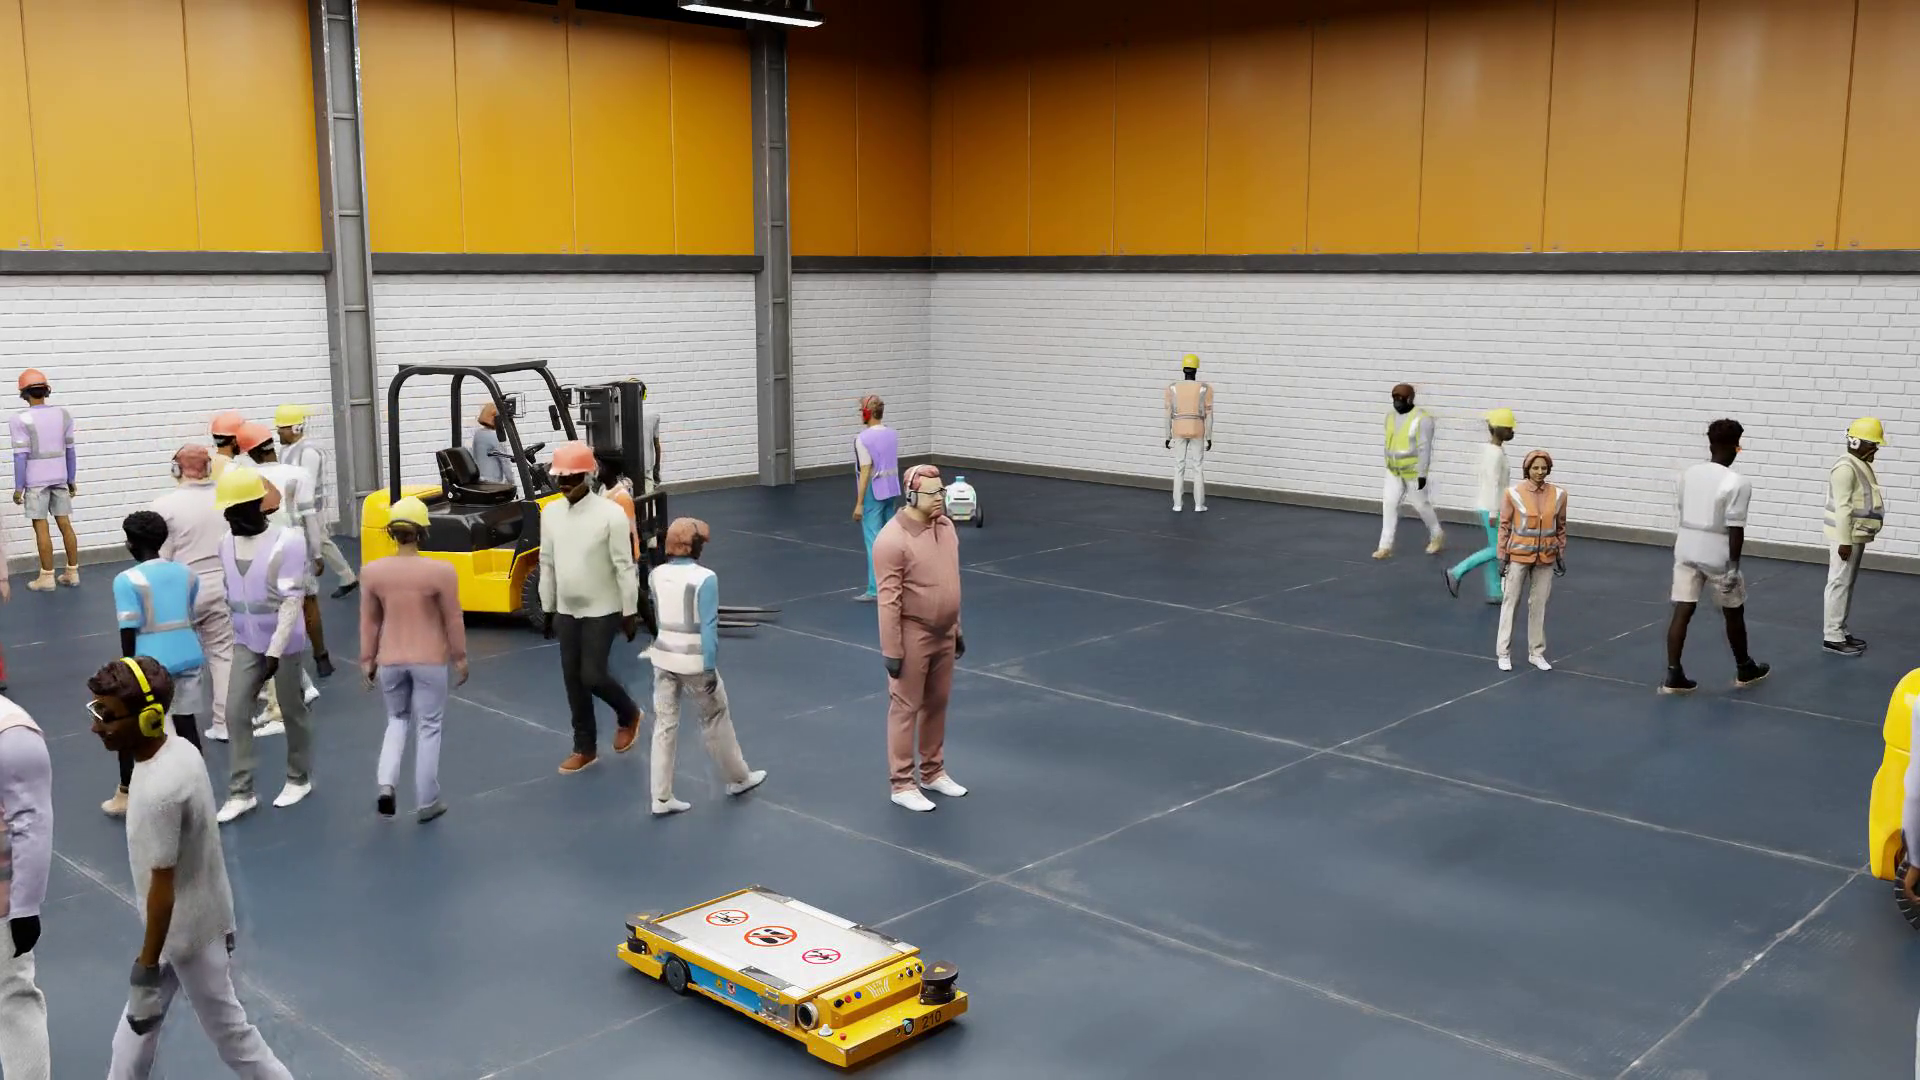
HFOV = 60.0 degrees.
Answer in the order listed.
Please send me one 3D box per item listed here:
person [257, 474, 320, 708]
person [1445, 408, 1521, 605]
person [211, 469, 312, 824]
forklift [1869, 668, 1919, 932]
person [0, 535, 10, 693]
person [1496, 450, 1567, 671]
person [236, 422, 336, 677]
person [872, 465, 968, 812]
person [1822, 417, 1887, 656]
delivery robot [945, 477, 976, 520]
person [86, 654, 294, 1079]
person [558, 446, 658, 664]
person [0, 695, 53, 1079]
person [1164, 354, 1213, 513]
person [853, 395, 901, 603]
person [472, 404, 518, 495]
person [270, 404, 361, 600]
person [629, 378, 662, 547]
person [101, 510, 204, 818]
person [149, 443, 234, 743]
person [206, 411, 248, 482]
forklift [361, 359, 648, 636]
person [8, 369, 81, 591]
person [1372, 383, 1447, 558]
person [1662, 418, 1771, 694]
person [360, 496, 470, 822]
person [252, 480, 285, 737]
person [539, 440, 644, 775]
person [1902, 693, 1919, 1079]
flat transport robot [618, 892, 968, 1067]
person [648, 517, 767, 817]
[{"bbox_3d":[-4.579,0.352,11.139,0.763,1.609,0.526,2,10,14],"label":"person"},{"bbox_3d":[4.617,-0.287,14.537,0.573,1.748,0.539,3,10,18],"label":"person"},{"bbox_3d":[-3.778,0.564,8.909,0.578,1.886,0.801,2,10,15],"label":"person"},{"bbox_3d":[5.205,0.723,7.013,2.313,2.155,1.214,9,13,43],"label":"forklift"},{"bbox_3d":[-6.721,0.286,11.150,0.541,1.731,0.883,2,9,9],"label":"person"},{"bbox_3d":[4.192,0.151,12.212,0.523,1.638,0.311,-1,9,-4],"label":"person"},{"bbox_3d":[-4.856,0.104,11.846,0.591,1.901,0.657,-1,9,-5],"label":"person"},{"bbox_3d":[-0.195,0.530,9.117,0.401,1.902,0.646,7,11,35],"label":"person"},{"bbox_3d":[6.874,-0.036,12.802,0.403,1.822,0.588,7,12,36],"label":"person"},{"bbox_3d":[0.003,-0.488,19.161,0.477,0.478,0.707,0,9,-2],"label":"delivery robot"},{"bbox_3d":[-2.439,1.232,5.072,1.003,1.808,0.544,-4,10,-25],"label":"person"},{"bbox_3d":[-2.559,0.122,12.349,0.863,1.652,0.540,-4,10,-21],"label":"person"},{"bbox_3d":[-3.239,1.163,5.397,0.635,1.840,0.429,4,10,21],"label":"person"},{"bbox_3d":[2.769,-1.288,20.155,0.589,1.927,0.386,2,10,13],"label":"person"},{"bbox_3d":[-0.722,-0.361,14.722,0.372,1.843,0.570,6,11,31],"label":"person"},{"bbox_3d":[-4.669,-0.592,16.923,0.853,1.585,0.512,-9,13,-42],"label":"person"},{"bbox_3d":[-5.756,-0.308,14.613,0.587,1.788,0.942,8,12,41],"label":"person"},{"bbox_3d":[-3.225,-0.682,16.618,0.513,1.872,0.328,-7,12,-38],"label":"person"},{"bbox_3d":[-4.335,0.673,8.914,0.693,1.663,0.538,5,10,26],"label":"person"},{"bbox_3d":[-4.805,0.330,10.383,0.714,1.882,0.674,7,12,37],"label":"person"},{"bbox_3d":[-5.299,0.012,12.218,0.573,1.912,0.668,5,11,30],"label":"person"},{"bbox_3d":[-3.850,-0.407,13.936,2.313,2.155,1.214,2,9,11],"label":"forklift"},{"bbox_3d":[-8.436,-0.552,15.294,0.386,2.039,0.615,4,10,25],"label":"person"},{"bbox_3d":[4.638,-0.719,17.059,0.872,1.809,0.626,-7,12,-37],"label":"person"},{"bbox_3d":[5.310,0.106,11.627,0.958,1.918,0.611,-5,11,-30],"label":"person"},{"bbox_3d":[-2.902,0.644,8.861,0.539,1.757,0.383,1,9,5],"label":"person"},{"bbox_3d":[-4.438,0.422,10.568,0.285,1.633,0.498,-5,10,-27],"label":"person"},{"bbox_3d":[-2.163,0.390,9.726,0.636,1.975,0.550,5,10,28],"label":"person"},{"bbox_3d":[3.435,1.095,5.480,0.602,1.949,0.392,9,13,43],"label":"person"},{"bbox_3d":[-0.708,1.722,6.767,1.431,0.197,0.652,9,13,43],"label":"flat transport robot"},{"bbox_3d":[-1.431,0.670,9.112,0.528,1.597,0.822,7,11,35],"label":"person"}]
